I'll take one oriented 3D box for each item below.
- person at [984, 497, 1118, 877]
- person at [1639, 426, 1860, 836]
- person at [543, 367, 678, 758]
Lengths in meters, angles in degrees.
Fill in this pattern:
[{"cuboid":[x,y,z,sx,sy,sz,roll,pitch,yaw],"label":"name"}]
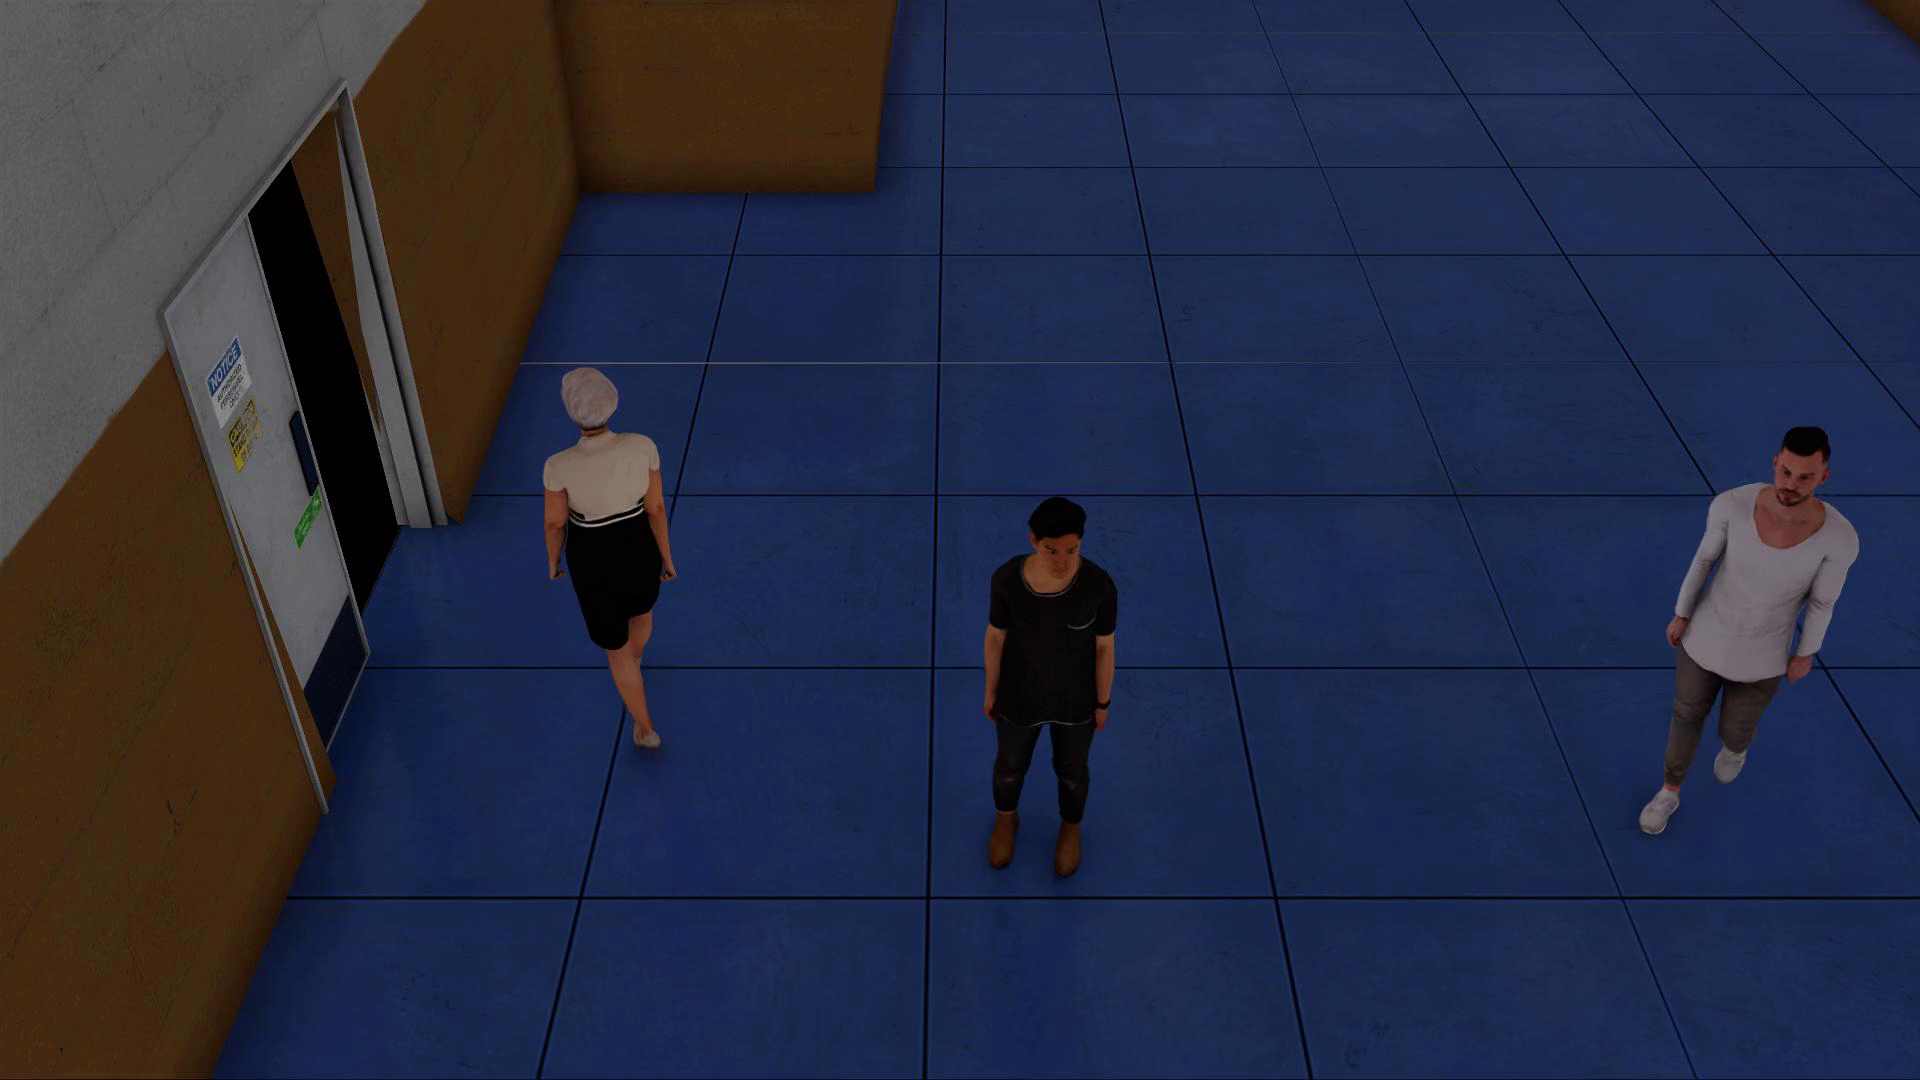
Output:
[{"cuboid":[0.321,0.528,6.087,0.521,1.704,0.711,6,37,8],"label":"person"},{"cuboid":[2.956,0.323,6.259,0.950,1.827,0.991,25,44,30],"label":"person"},{"cuboid":[-1.340,0.153,6.576,1.029,1.717,0.955,-16,40,-21],"label":"person"}]
